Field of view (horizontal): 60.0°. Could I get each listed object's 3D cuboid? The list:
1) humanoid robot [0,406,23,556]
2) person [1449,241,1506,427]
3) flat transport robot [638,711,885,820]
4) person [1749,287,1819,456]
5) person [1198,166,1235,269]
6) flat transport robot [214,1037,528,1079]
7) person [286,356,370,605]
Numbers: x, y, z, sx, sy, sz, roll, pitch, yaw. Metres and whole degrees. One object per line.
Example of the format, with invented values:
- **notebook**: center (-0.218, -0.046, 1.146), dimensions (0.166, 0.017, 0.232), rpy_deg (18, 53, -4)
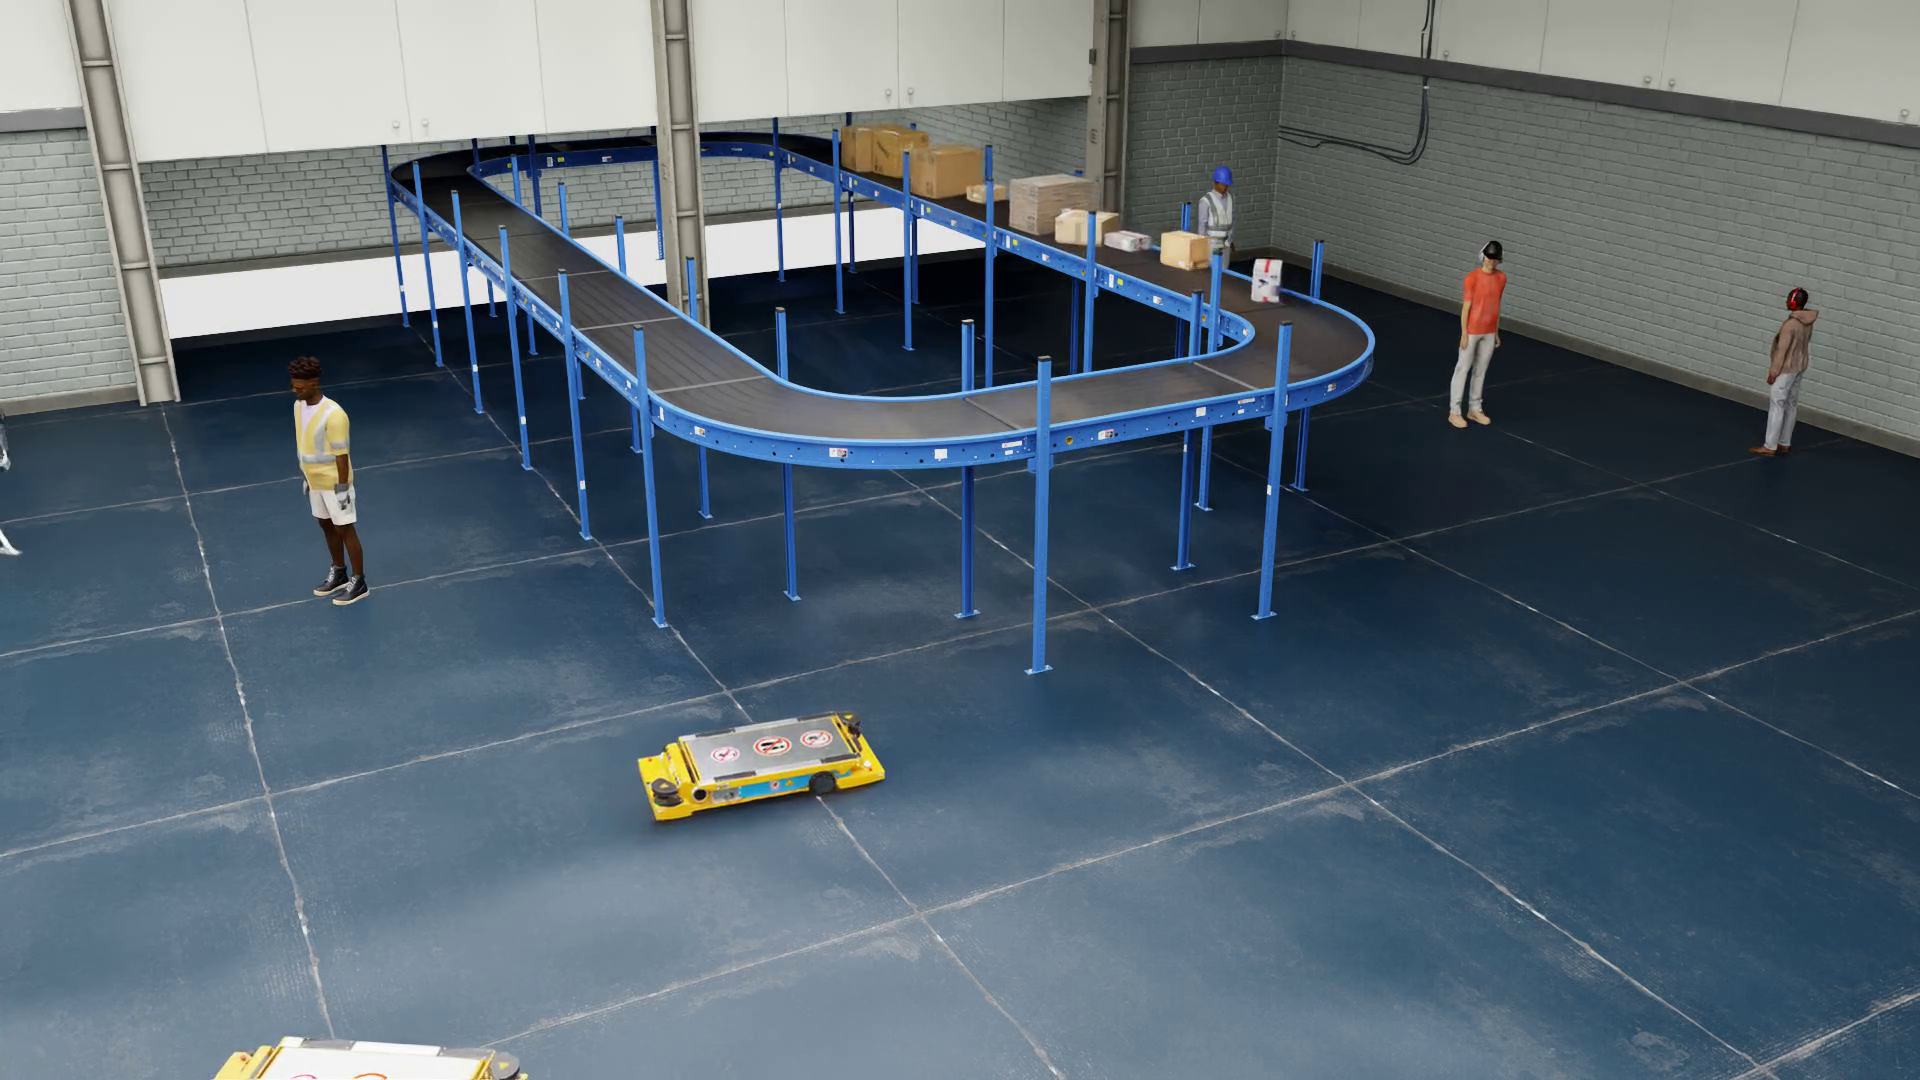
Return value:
- **humanoid robot**: center (-8.260, -0.684, 13.646), dimensions (0.933, 1.785, 0.547), rpy_deg (7, 23, 17)
- **person**: center (5.290, -2.088, 16.853), dimensions (0.475, 1.909, 0.412), rpy_deg (-8, 23, -18)
- **flat transport robot**: center (-1.248, 1.402, 10.410), dimensions (1.431, 0.231, 0.659), rpy_deg (-8, 23, -18)
- **person**: center (7.983, -1.618, 16.035), dimensions (0.464, 1.647, 0.317), rpy_deg (-15, 26, -32)
- **person**: center (3.220, -3.714, 20.845), dimensions (0.618, 1.933, 0.414), rpy_deg (-18, 28, -37)
- **flat transport robot**: center (-2.759, 2.571, 7.520), dimensions (1.431, 0.231, 0.659), rpy_deg (2, 22, 5)
- **person**: center (-4.871, -0.469, 12.787), dimensions (0.602, 1.959, 0.372), rpy_deg (17, 28, 37)
